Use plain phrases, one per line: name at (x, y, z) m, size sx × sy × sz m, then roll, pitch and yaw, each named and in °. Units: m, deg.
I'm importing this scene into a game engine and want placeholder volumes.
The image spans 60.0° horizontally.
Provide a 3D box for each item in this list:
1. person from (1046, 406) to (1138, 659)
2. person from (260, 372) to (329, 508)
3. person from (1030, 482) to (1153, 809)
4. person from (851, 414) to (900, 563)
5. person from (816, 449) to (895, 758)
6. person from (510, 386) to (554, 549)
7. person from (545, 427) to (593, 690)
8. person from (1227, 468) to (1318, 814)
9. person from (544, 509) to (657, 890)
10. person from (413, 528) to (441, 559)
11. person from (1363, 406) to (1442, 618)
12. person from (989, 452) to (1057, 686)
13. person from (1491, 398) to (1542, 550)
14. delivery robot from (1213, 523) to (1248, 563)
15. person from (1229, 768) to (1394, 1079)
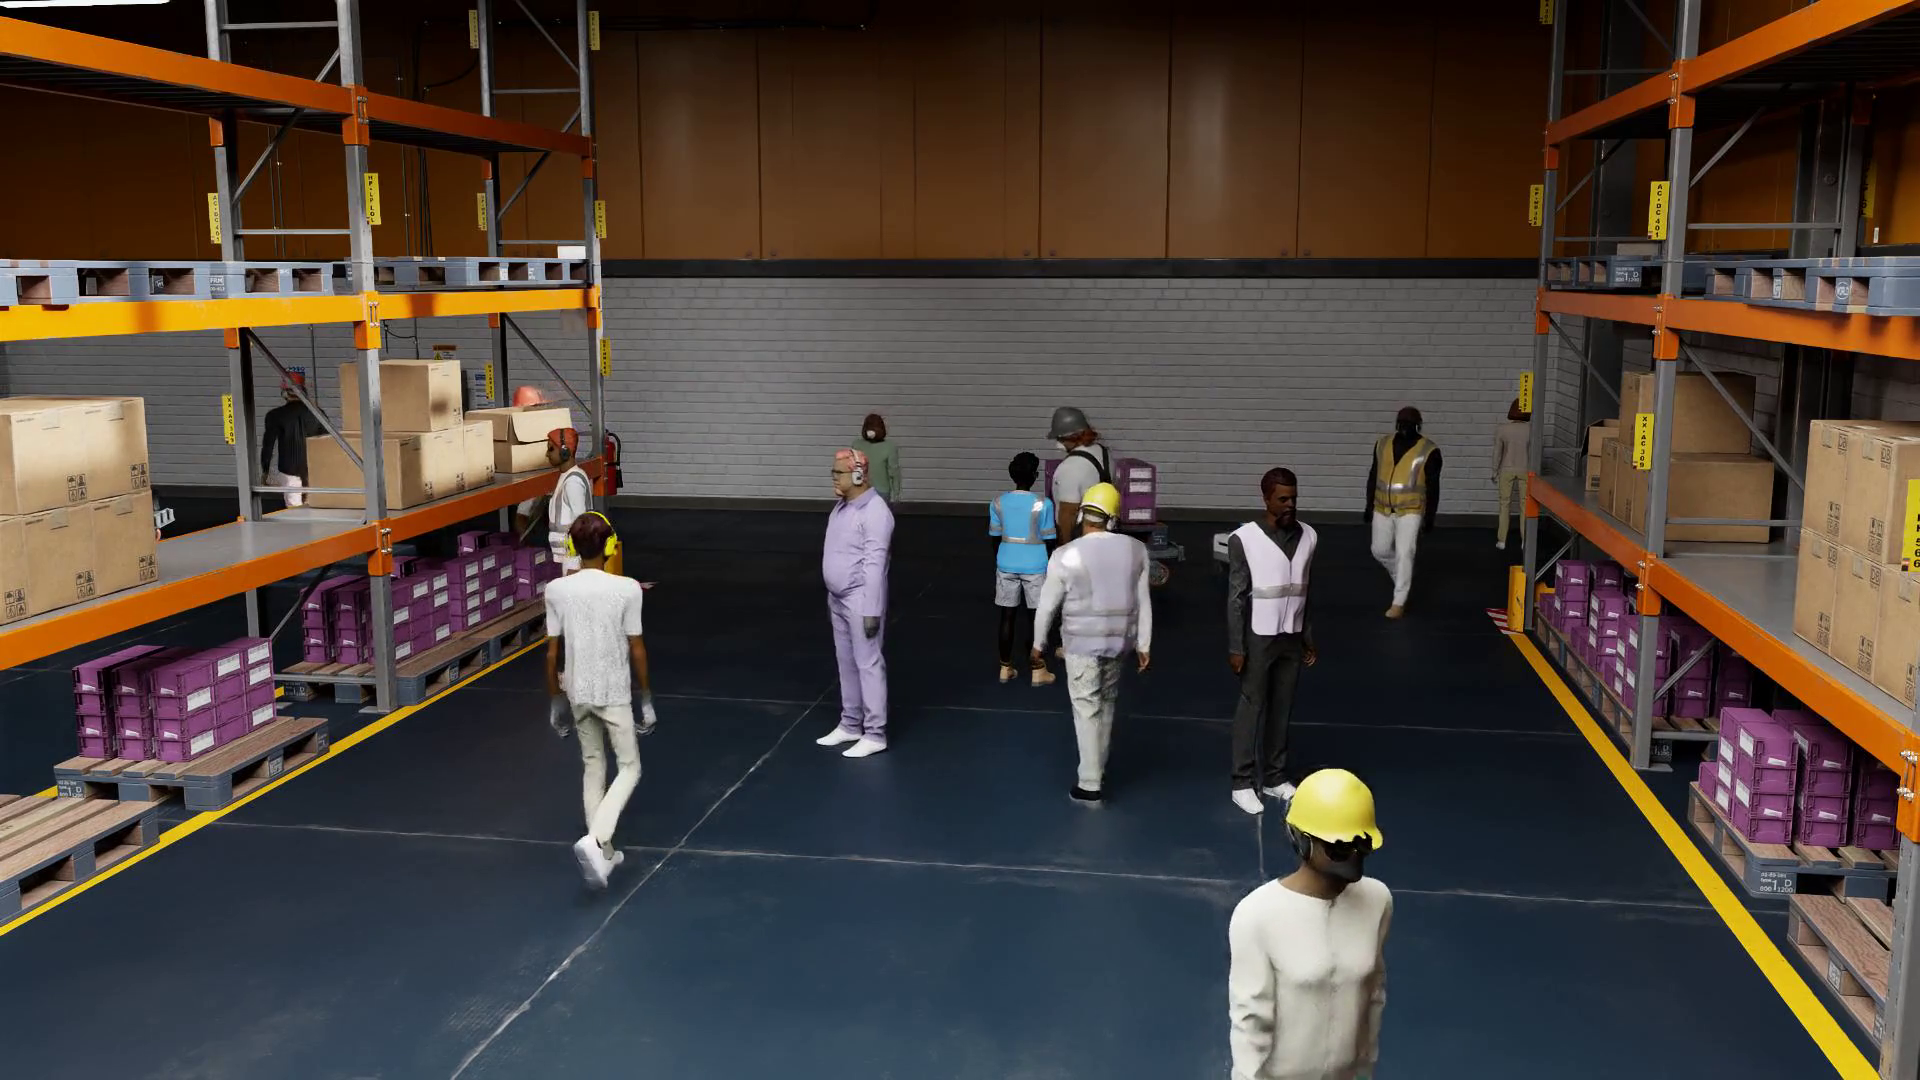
person at (0.944, -0.049, 12.548) m, size 0.658 × 2.000 × 0.733 m, roll 6°, pitch 11°, yaw 33°
person at (-6.730, -0.715, 16.880) m, size 0.650 × 1.967 × 0.648 m, roll -9°, pitch 13°, yaw -43°
person at (0.731, 0.576, 9.378) m, size 0.620 × 1.806 × 0.610 m, roll -4°, pitch 10°, yaw -22°
person at (-0.839, -0.464, 16.501) m, size 0.504 × 1.591 × 0.846 m, roll 5°, pitch 10°, yaw 26°
person at (-0.659, 0.384, 10.316) m, size 0.402 × 1.906 × 0.645 m, roll -5°, pitch 10°, yaw -28°
person at (-4.132, -0.574, 16.285) m, size 1.006 × 1.892 × 0.552 m, roll -8°, pitch 12°, yaw -39°
person at (-2.780, 0.128, 11.939) m, size 0.337 × 1.882 × 0.585 m, roll -2°, pitch 10°, yaw -15°
person at (1.732, 0.544, 9.268) m, size 0.599 × 1.917 × 0.370 m, roll -6°, pitch 11°, yaw -31°
person at (-1.745, 0.779, 8.024) m, size 0.534 × 1.855 × 0.616 m, roll 2°, pitch 9°, yaw 11°
person at (-5.058, -0.373, 15.684) m, size 0.557 × 1.669 × 0.458 m, roll 7°, pitch 11°, yaw 36°
person at (3.877, -0.267, 14.553) m, size 0.647 × 1.830 × 0.672 m, roll 8°, pitch 12°, yaw 42°
person at (0.465, 0.210, 12.011) m, size 0.535 × 1.697 × 0.318 m, roll 5°, pitch 10°, yaw 28°
person at (5.966, -0.704, 17.839) m, size 0.509 × 1.632 × 0.266 m, roll 3°, pitch 10°, yaw 17°
delivery robot at (2.755, 0.080, 16.038) m, size 0.477 × 0.478 × 0.707 m, roll -4°, pitch 10°, yaw -25°
person at (0.942, 1.449, 4.271) m, size 0.538 × 1.732 × 0.845 m, roll -3°, pitch 10°, yaw -20°
